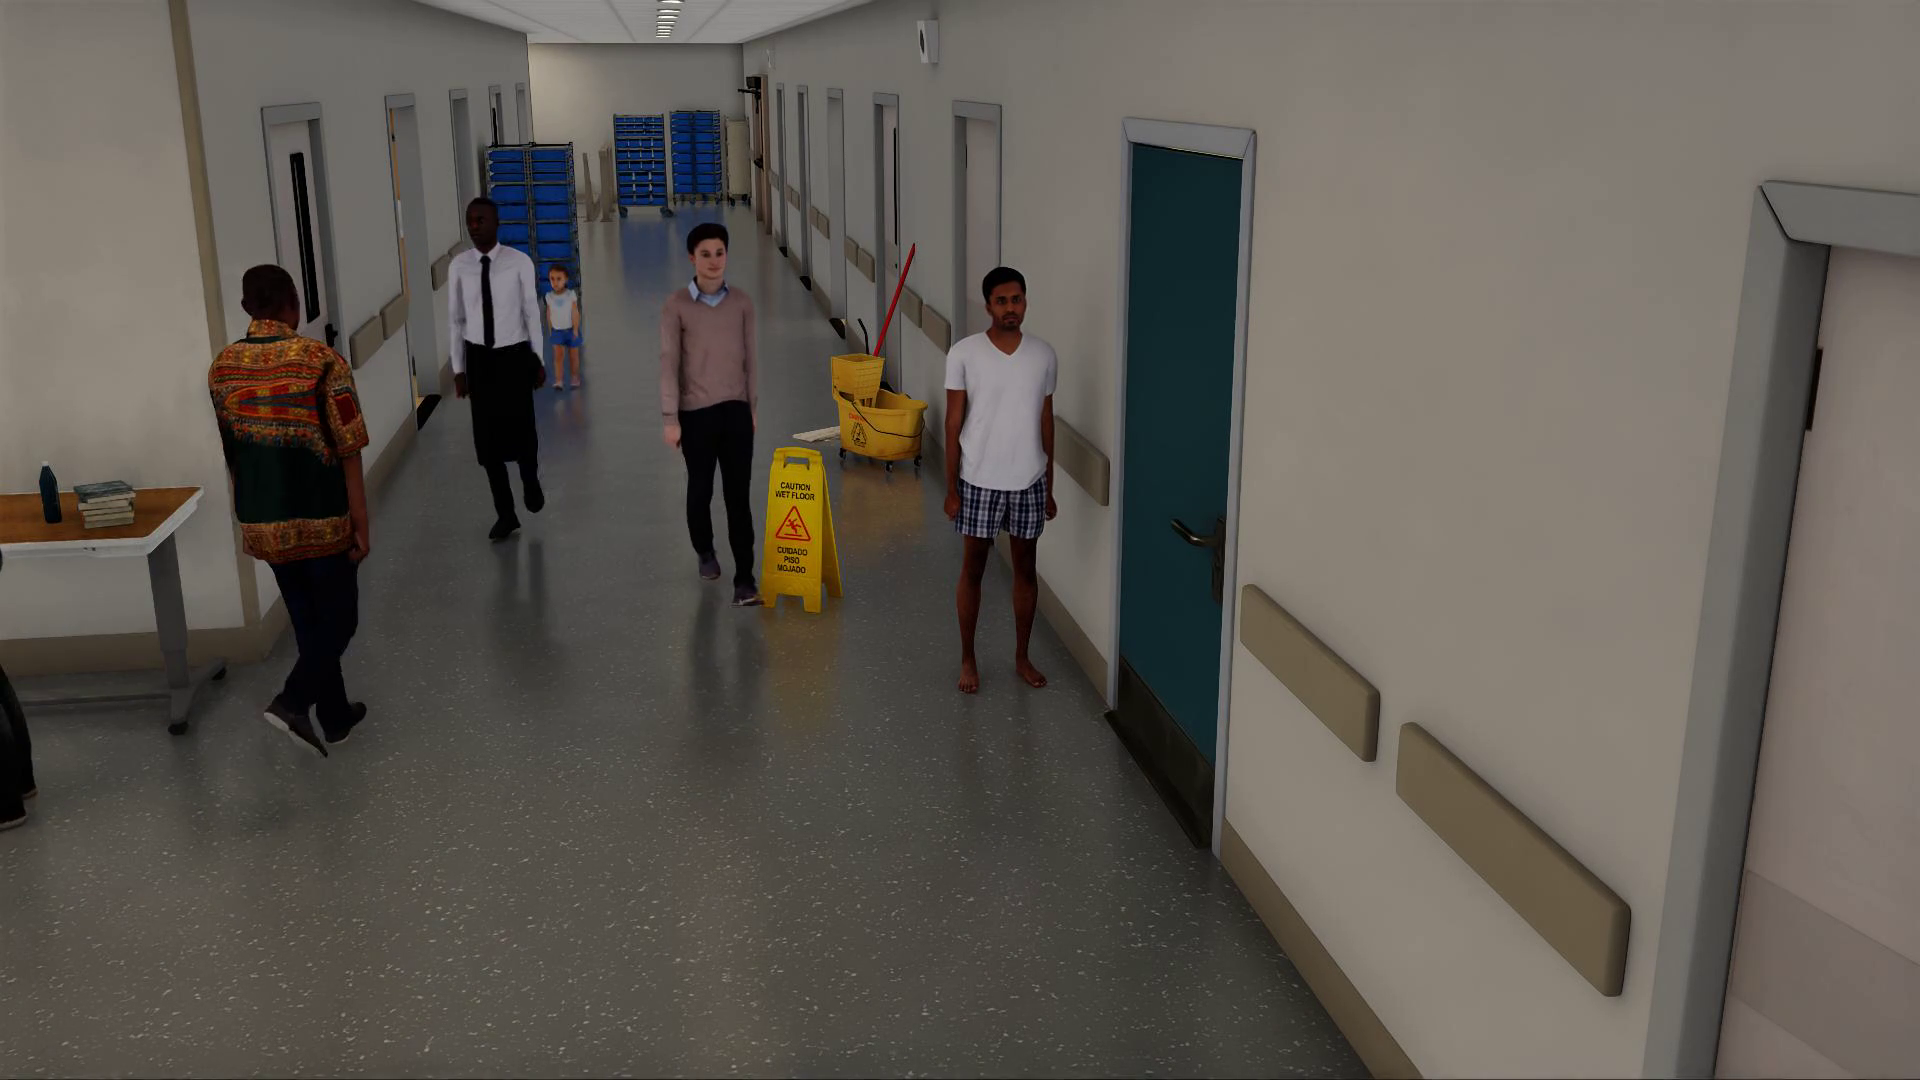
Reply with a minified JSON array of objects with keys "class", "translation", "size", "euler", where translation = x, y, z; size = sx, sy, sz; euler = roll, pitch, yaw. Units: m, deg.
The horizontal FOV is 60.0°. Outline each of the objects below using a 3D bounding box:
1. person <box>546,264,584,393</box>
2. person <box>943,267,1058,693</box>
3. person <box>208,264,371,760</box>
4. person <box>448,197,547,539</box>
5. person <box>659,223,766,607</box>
[{"class":"person","translation":[-3.117,-1.675,13.209],"size":[0.481,0.986,0.754],"euler":[-1,16,-2]},{"class":"person","translation":[0.170,-0.255,6.794],"size":[0.637,1.735,0.539],"euler":[-4,16,-13]},{"class":"person","translation":[-2.379,-0.052,5.907],"size":[0.841,1.785,1.031],"euler":[2,16,6]},{"class":"person","translation":[-2.478,-0.937,9.059],"size":[0.735,1.818,0.839],"euler":[0,16,0]},{"class":"person","translation":[-1.195,-0.584,7.925],"size":[0.827,1.755,1.260],"euler":[-6,17,-21]}]
